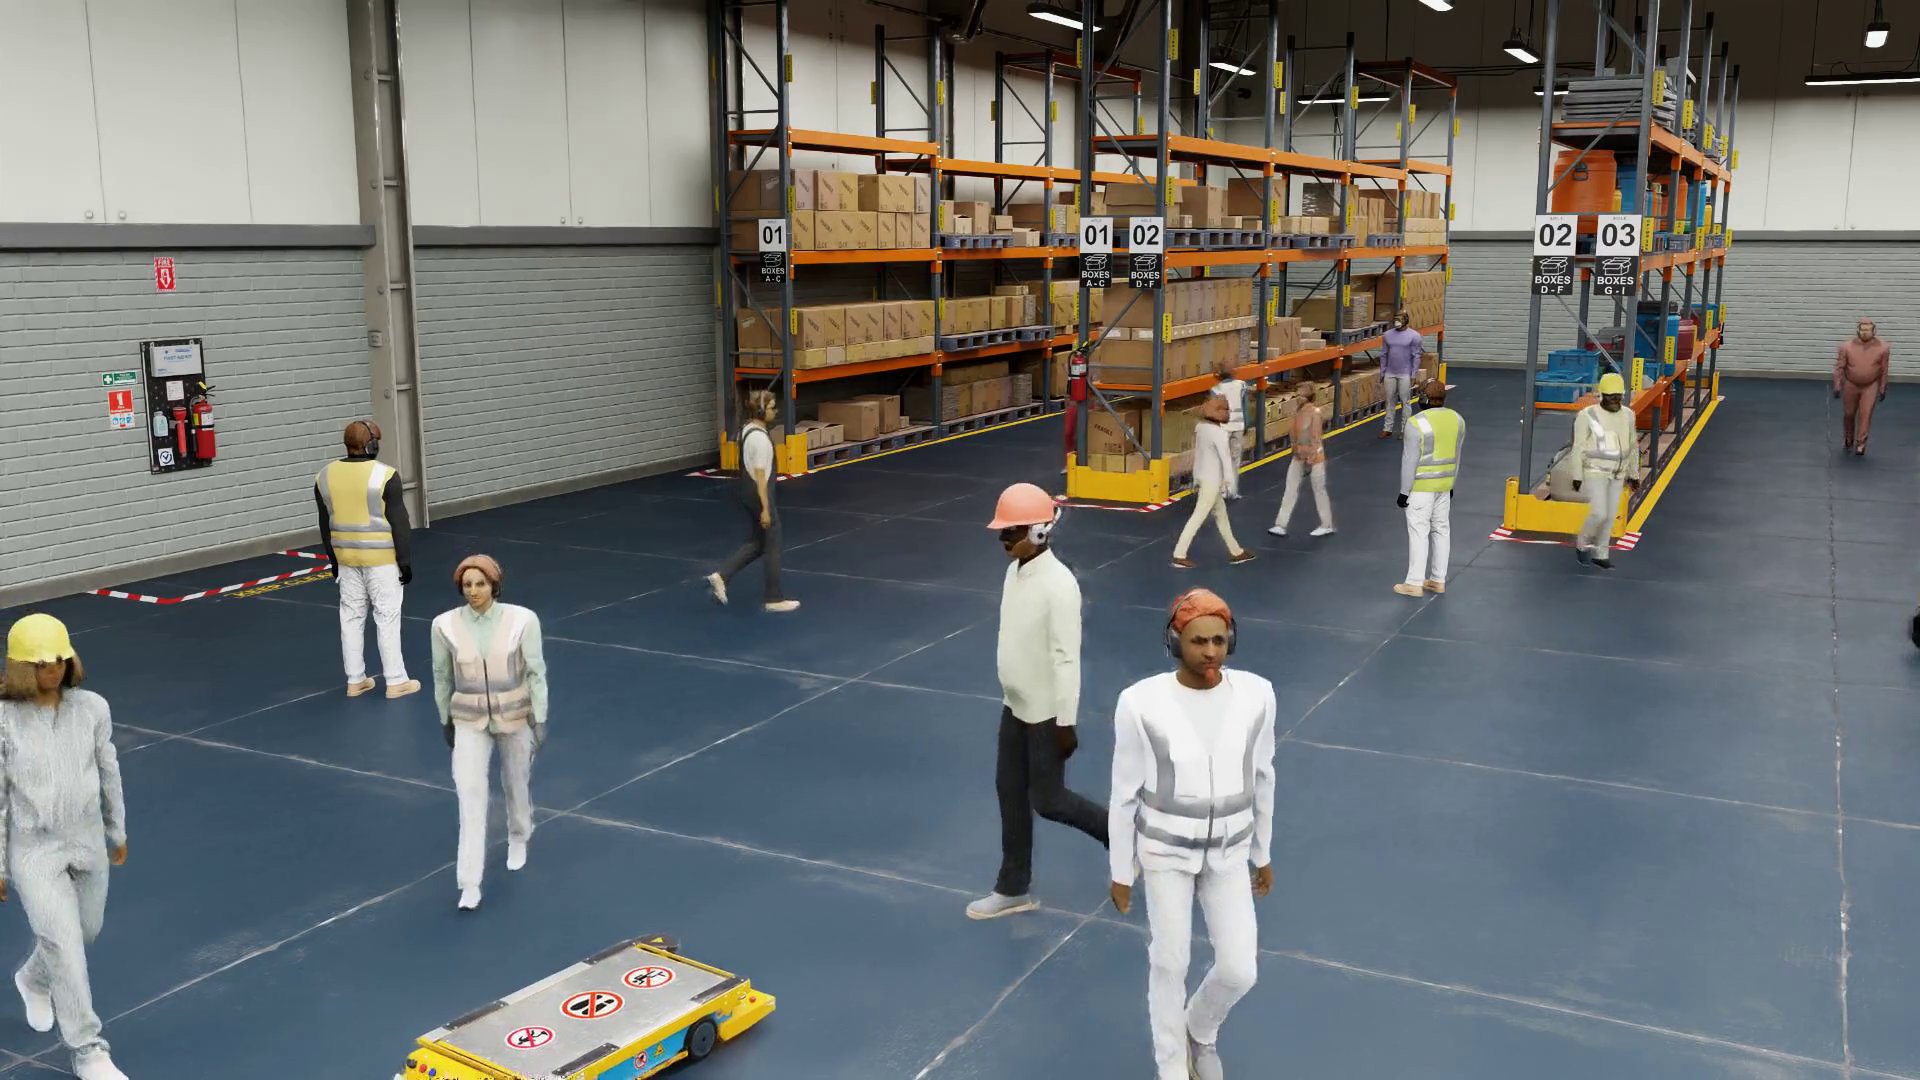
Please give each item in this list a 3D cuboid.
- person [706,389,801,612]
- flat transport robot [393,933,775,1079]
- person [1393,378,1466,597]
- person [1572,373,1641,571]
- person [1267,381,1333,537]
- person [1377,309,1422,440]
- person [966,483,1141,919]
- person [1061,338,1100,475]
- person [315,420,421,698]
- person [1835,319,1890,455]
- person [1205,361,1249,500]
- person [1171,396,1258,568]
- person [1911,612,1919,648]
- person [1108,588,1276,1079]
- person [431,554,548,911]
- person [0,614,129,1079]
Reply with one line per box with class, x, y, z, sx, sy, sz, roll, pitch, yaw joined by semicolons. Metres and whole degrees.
person;-1.661;-0.302;13.324;0.678;1.824;0.523;-4;11;-21
flat transport robot;-1.388;1.811;6.044;0.652;0.197;1.431;7;13;34
person;3.941;-0.444;14.052;0.627;1.844;0.429;-6;12;-30
person;5.842;-0.611;15.031;0.599;1.811;0.421;-4;11;-19
person;3.444;-0.799;16.649;0.816;1.585;0.528;-5;12;-26
person;6.538;-2.460;24.782;0.630;1.940;0.372;9;13;39
person;0.423;0.713;7.401;0.757;1.970;0.606;-4;11;-22
person;1.525;-1.685;21.087;0.528;1.747;0.613;4;11;20
person;-3.876;0.129;10.931;0.625;1.844;0.429;2;11;12
person;12.615;-2.155;23.289;0.651;1.883;0.814;6;12;30
person;3.058;-1.239;19.034;0.606;1.611;0.351;-5;11;-24
person;2.338;-0.530;15.208;0.882;1.576;0.515;-2;11;-13
person;7.323;-0.112;12.065;0.791;1.911;0.548;-7;12;-33
person;0.794;1.084;5.628;0.599;1.869;0.413;-2;11;-10
person;-2.162;0.846;7.693;0.519;1.592;0.853;-2;11;-9
person;-3.310;1.089;6.039;0.774;1.719;0.492;6;12;31
